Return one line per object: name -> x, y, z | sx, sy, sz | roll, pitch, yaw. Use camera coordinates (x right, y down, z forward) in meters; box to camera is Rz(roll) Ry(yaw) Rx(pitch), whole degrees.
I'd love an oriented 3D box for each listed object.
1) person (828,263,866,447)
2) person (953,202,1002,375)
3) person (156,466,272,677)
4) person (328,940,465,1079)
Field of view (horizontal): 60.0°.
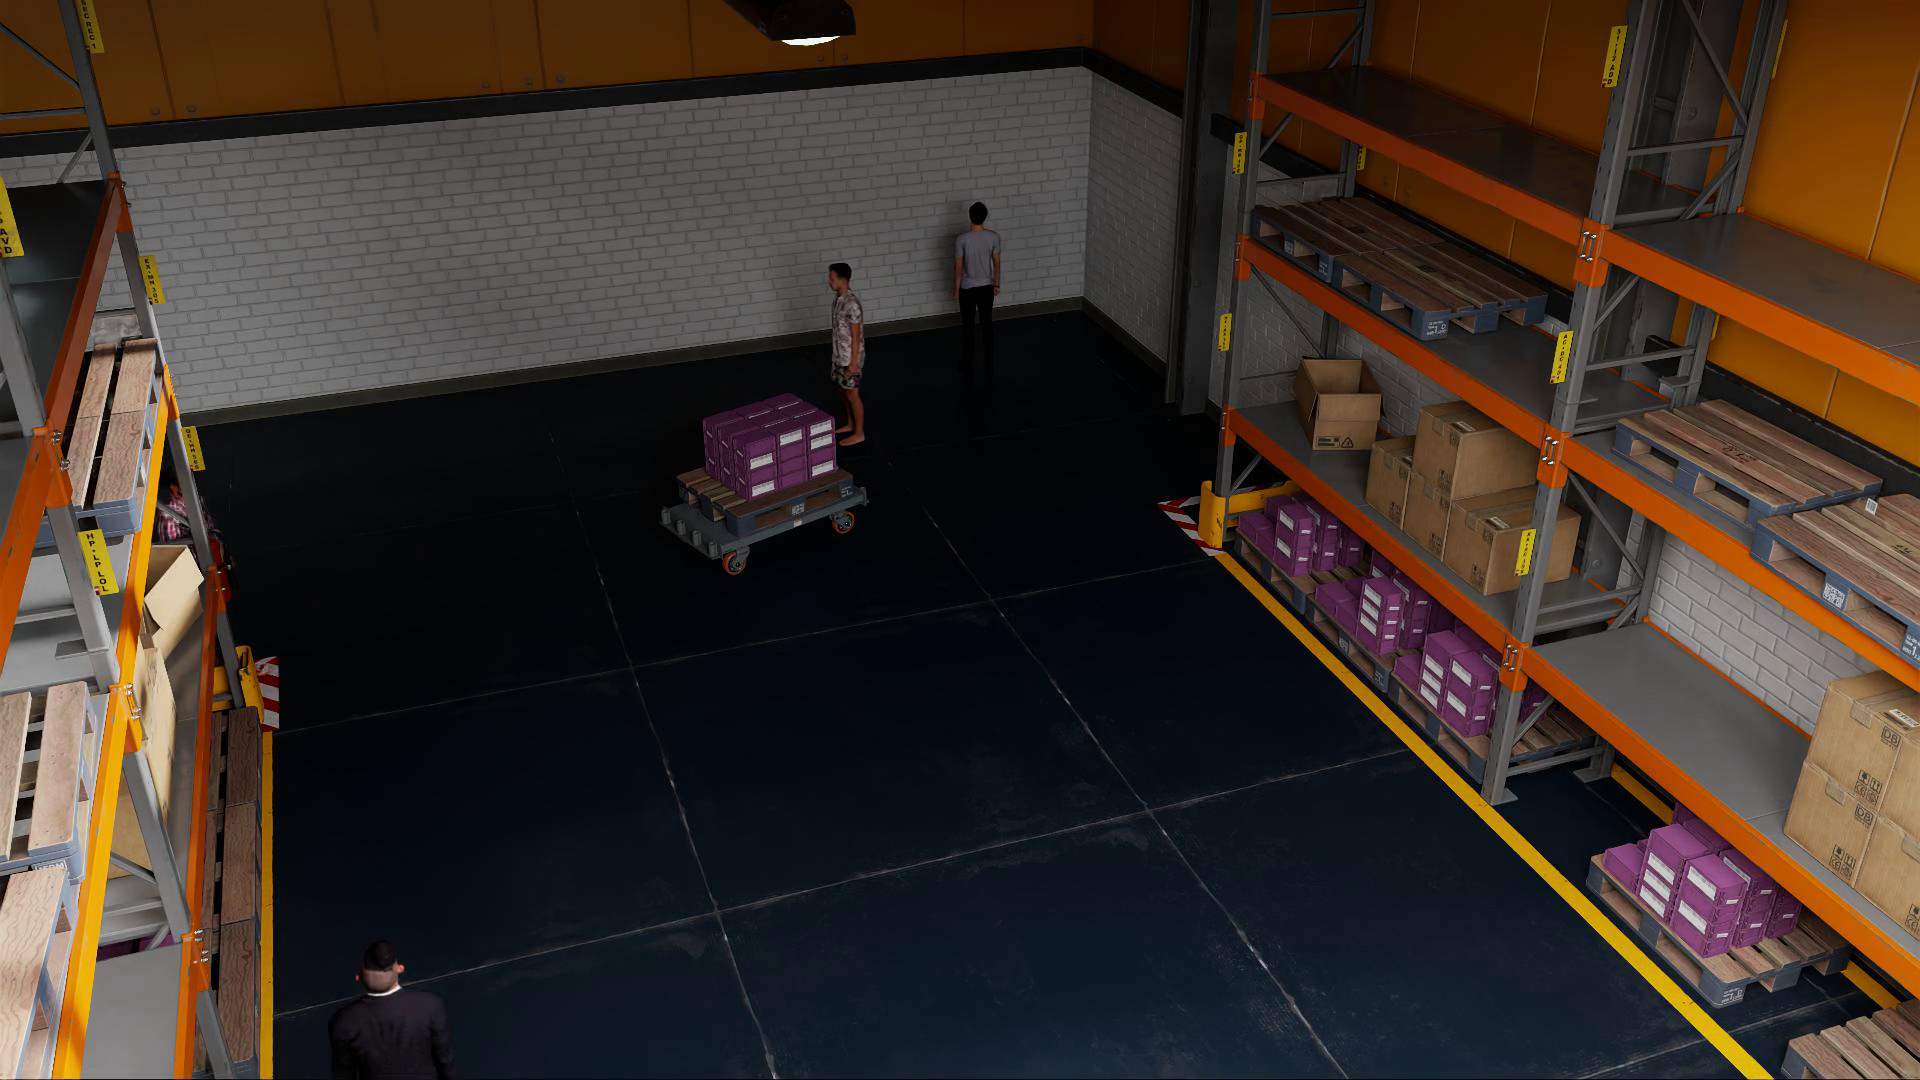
person -> -1.080, -1.832, 16.220 | 0.740, 1.811, 0.525 | -12, 31, -21
person -> 0.180, -2.680, 17.720 | 0.685, 1.863, 0.566 | -7, 29, -13
person -> -5.795, 0.249, 12.476 | 0.944, 1.743, 0.948 | 0, 29, 0
person -> -2.608, 2.706, 7.812 | 0.728, 1.895, 1.177 | -11, 30, -19
